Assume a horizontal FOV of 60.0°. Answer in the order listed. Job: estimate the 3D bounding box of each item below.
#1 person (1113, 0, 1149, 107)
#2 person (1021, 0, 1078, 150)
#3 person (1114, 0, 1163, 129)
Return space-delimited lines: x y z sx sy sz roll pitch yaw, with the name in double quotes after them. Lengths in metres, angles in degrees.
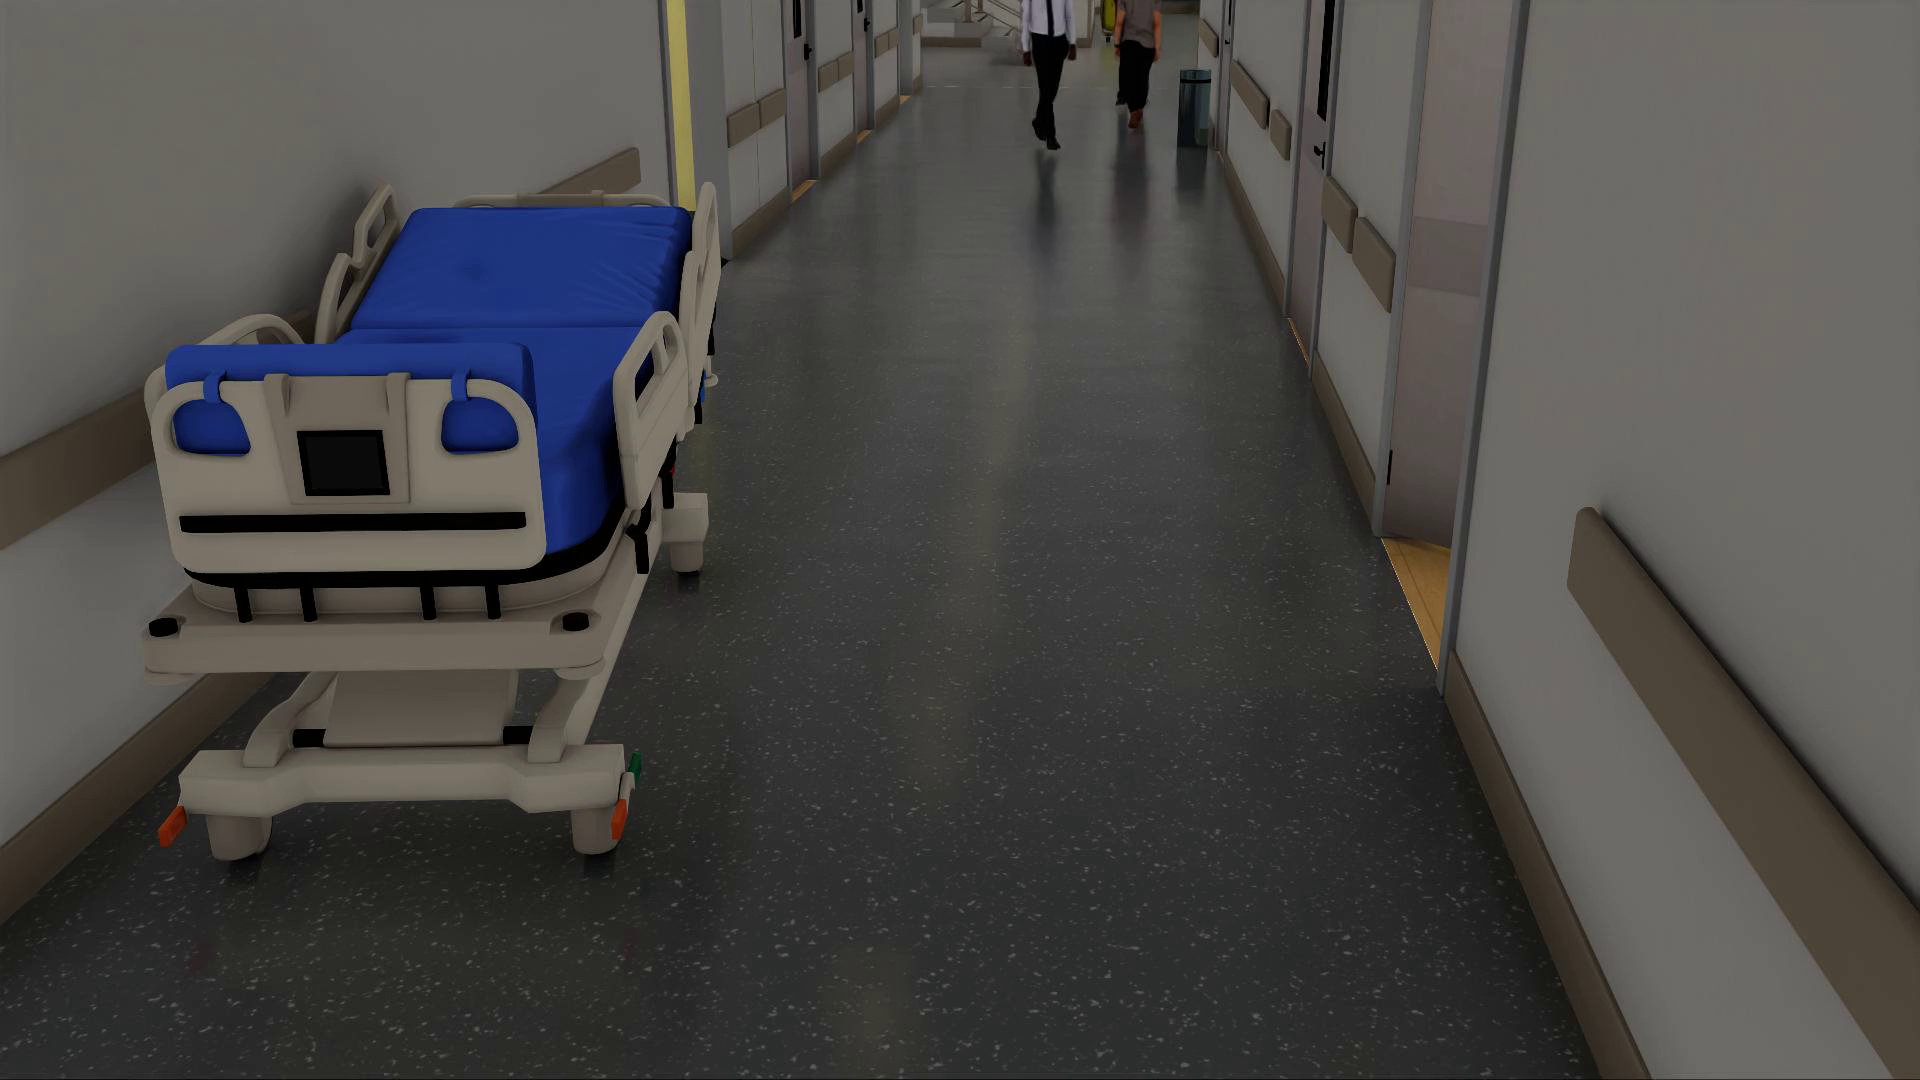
2.017 -5.902 19.035 0.602 1.805 0.762 0 21 0 "person"
0.814 -4.621 15.732 1.295 1.789 0.962 -4 21 -10 "person"
1.810 -5.036 16.989 1.052 1.677 0.710 1 21 2 "person"
